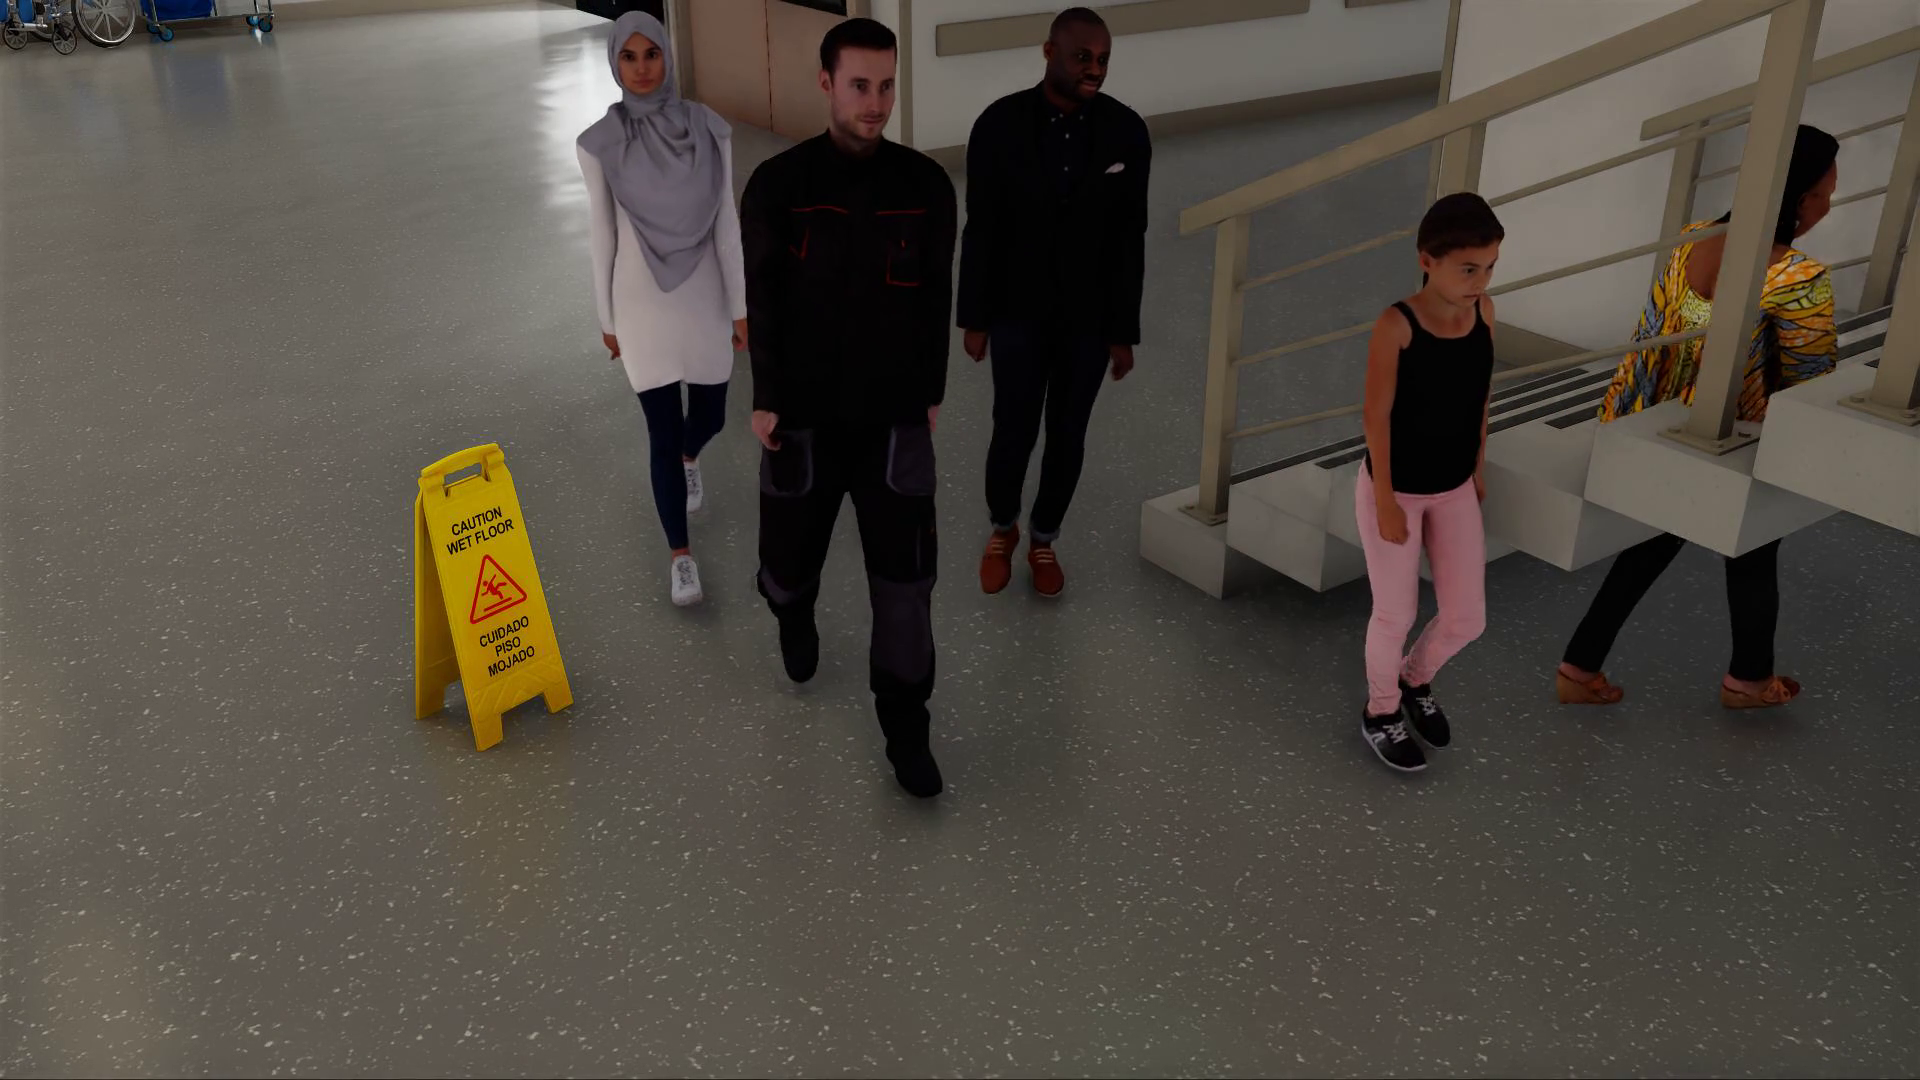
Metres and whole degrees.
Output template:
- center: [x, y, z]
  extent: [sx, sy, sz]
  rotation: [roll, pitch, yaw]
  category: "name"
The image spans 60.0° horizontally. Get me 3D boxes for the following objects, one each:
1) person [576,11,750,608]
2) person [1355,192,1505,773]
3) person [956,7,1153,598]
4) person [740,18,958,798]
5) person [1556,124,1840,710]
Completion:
- center: [-0.885, -0.724, 5.164]
  extent: [0.848, 1.753, 1.136]
  rotation: [-7, 27, -14]
  category: "person"
- center: [1.118, -0.141, 4.201]
  extent: [0.629, 1.539, 0.673]
  rotation: [-10, 28, -20]
  category: "person"
- center: [0.288, -0.686, 5.037]
  extent: [0.842, 1.794, 0.866]
  rotation: [0, 26, 0]
  category: "person"
- center: [-0.307, -0.328, 4.182]
  extent: [0.971, 1.892, 1.187]
  rotation: [-5, 26, -11]
  category: "person"
- center: [1.964, -0.229, 4.296]
  extent: [0.914, 1.615, 0.943]
  rotation: [-9, 27, -18]
  category: "person"
